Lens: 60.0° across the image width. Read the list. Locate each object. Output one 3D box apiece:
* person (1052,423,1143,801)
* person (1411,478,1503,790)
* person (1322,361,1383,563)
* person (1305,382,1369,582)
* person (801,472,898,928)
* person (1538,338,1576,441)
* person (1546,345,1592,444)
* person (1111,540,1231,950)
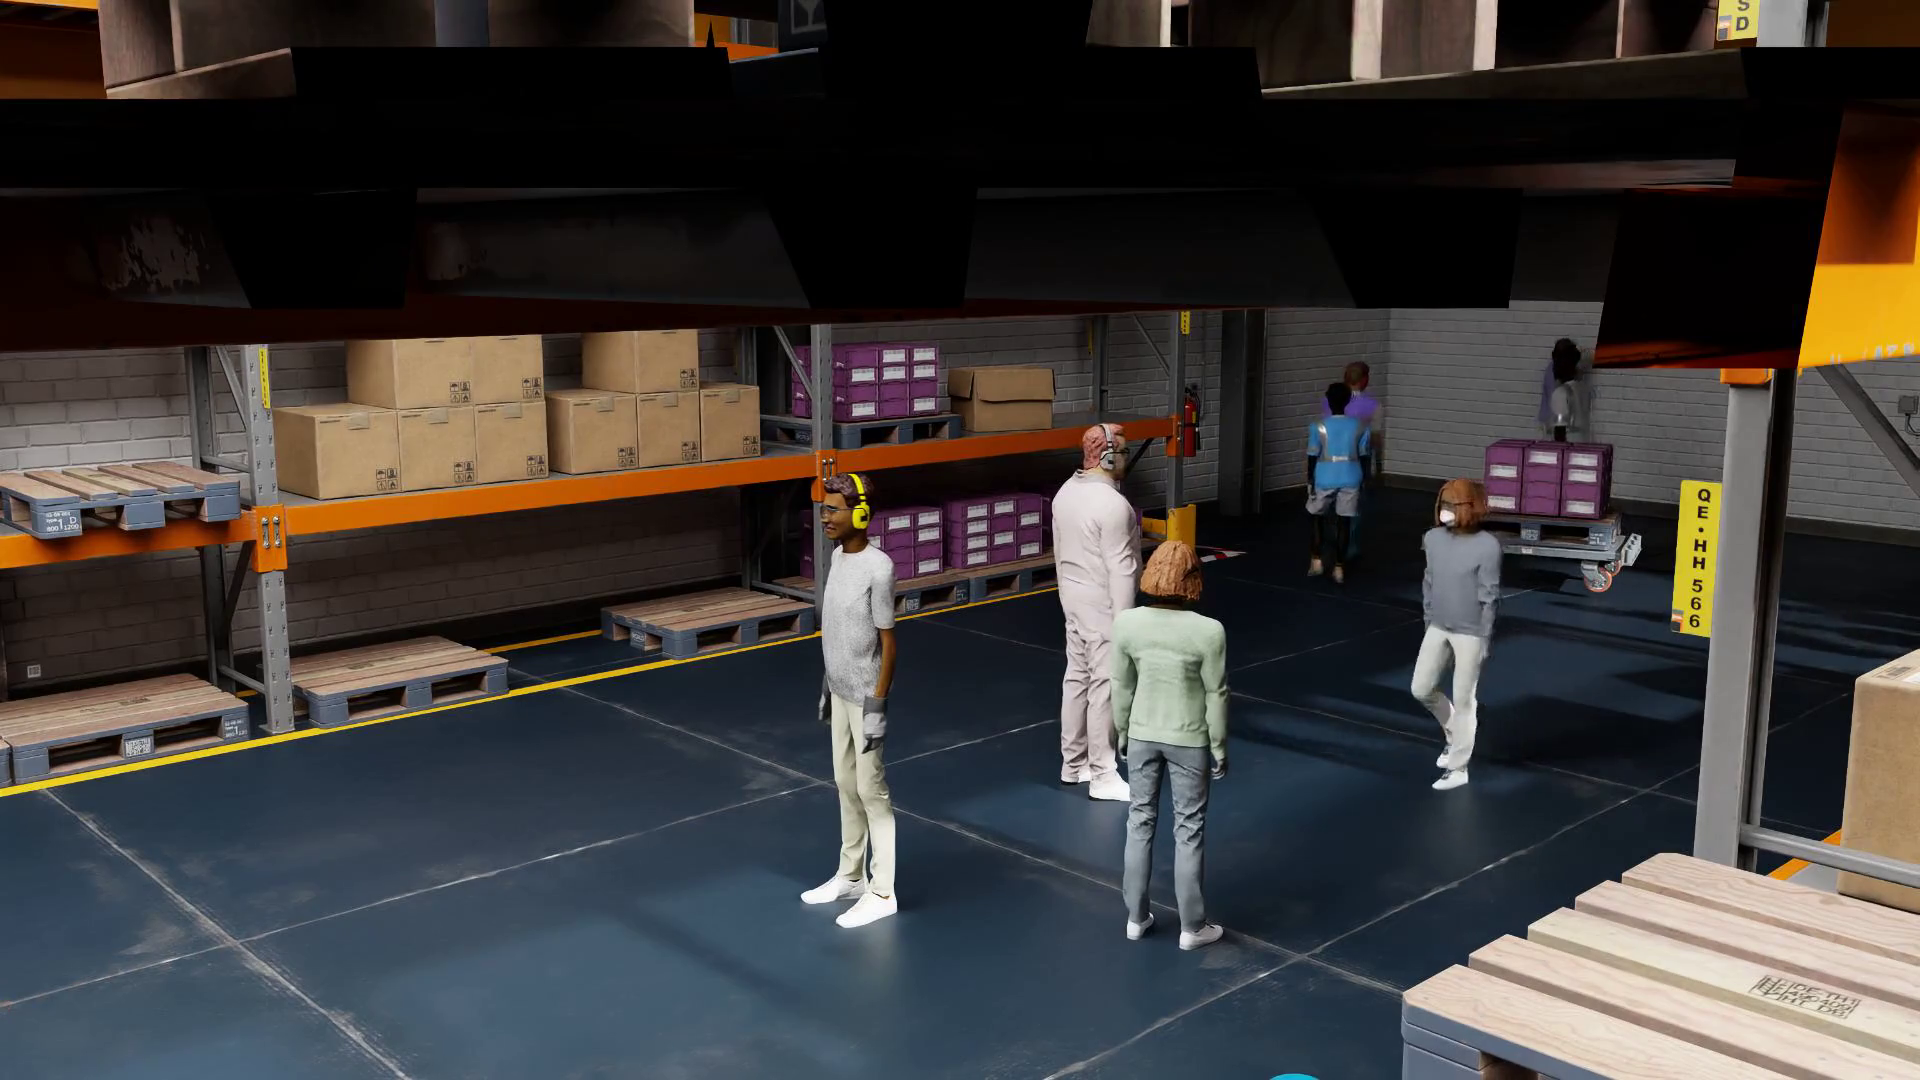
[{"bbox_3d":[0.724,0.360,8.422,0.409,1.906,0.651,-4,11,-23],"label":"person"},{"bbox_3d":[2.555,0.484,8.541,0.373,1.621,0.500,-7,12,-35],"label":"person"},{"bbox_3d":[3.428,-0.665,14.705,0.575,1.817,0.748,8,12,38],"label":"person"},{"bbox_3d":[3.170,-0.489,14.035,0.547,1.685,0.446,0,10,2],"label":"person"},{"bbox_3d":[-0.443,0.647,6.851,0.328,1.872,0.514,-6,11,-31],"label":"person"},{"bbox_3d":[6.251,-1.179,17.506,0.378,1.894,0.712,4,10,20],"label":"person"},{"bbox_3d":[5.428,-0.810,15.189,0.619,1.922,0.955,-8,13,-39],"label":"person"},{"bbox_3d":[0.835,0.808,6.598,0.497,1.633,0.285,6,11,30],"label":"person"}]
